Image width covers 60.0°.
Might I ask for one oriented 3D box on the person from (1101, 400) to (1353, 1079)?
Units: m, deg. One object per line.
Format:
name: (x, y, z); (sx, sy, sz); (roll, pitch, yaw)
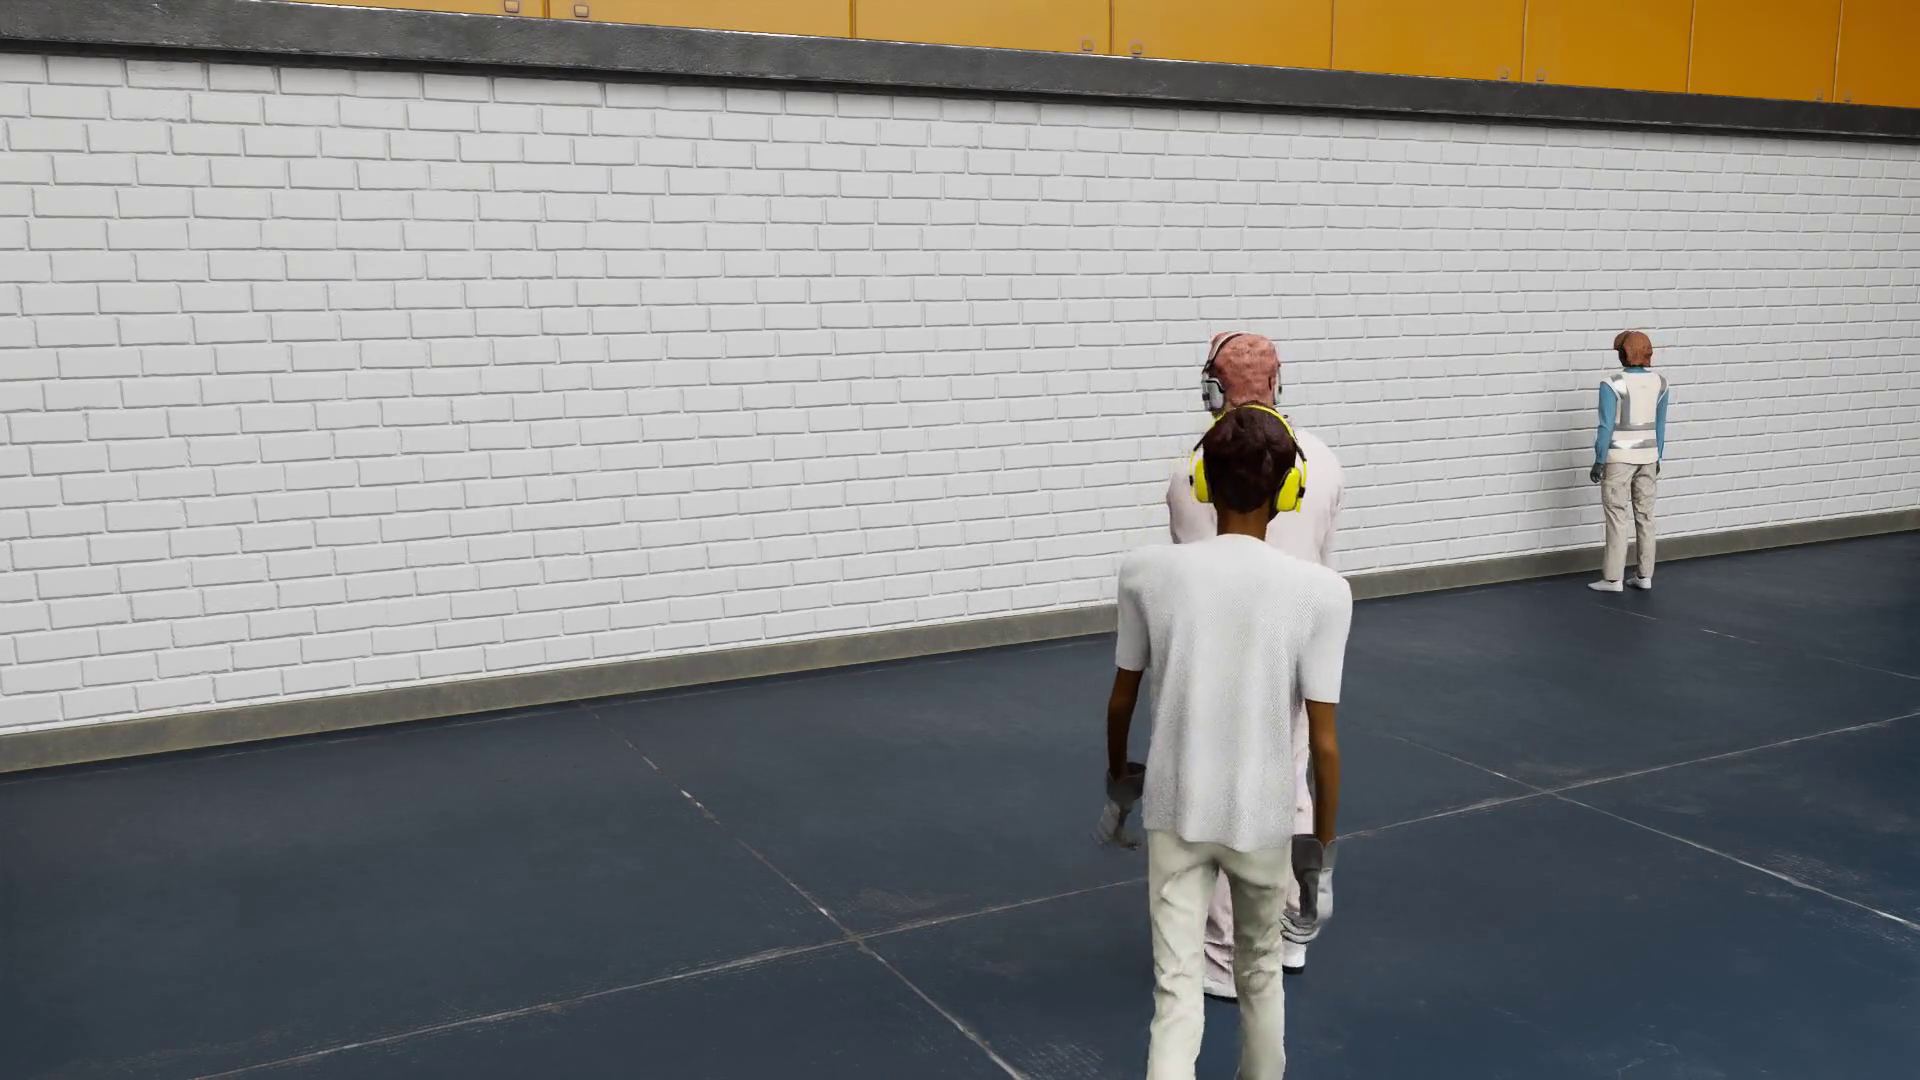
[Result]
person: (0.553, 0.611, 3.592); (0.535, 1.817, 0.996); (2, 10, 11)

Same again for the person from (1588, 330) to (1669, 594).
person: (4.160, -0.479, 10.357); (0.523, 1.638, 0.311); (-4, 10, -20)

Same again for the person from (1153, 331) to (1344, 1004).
person: (0.791, 0.359, 4.772); (0.646, 1.904, 0.401); (-8, 13, -39)
